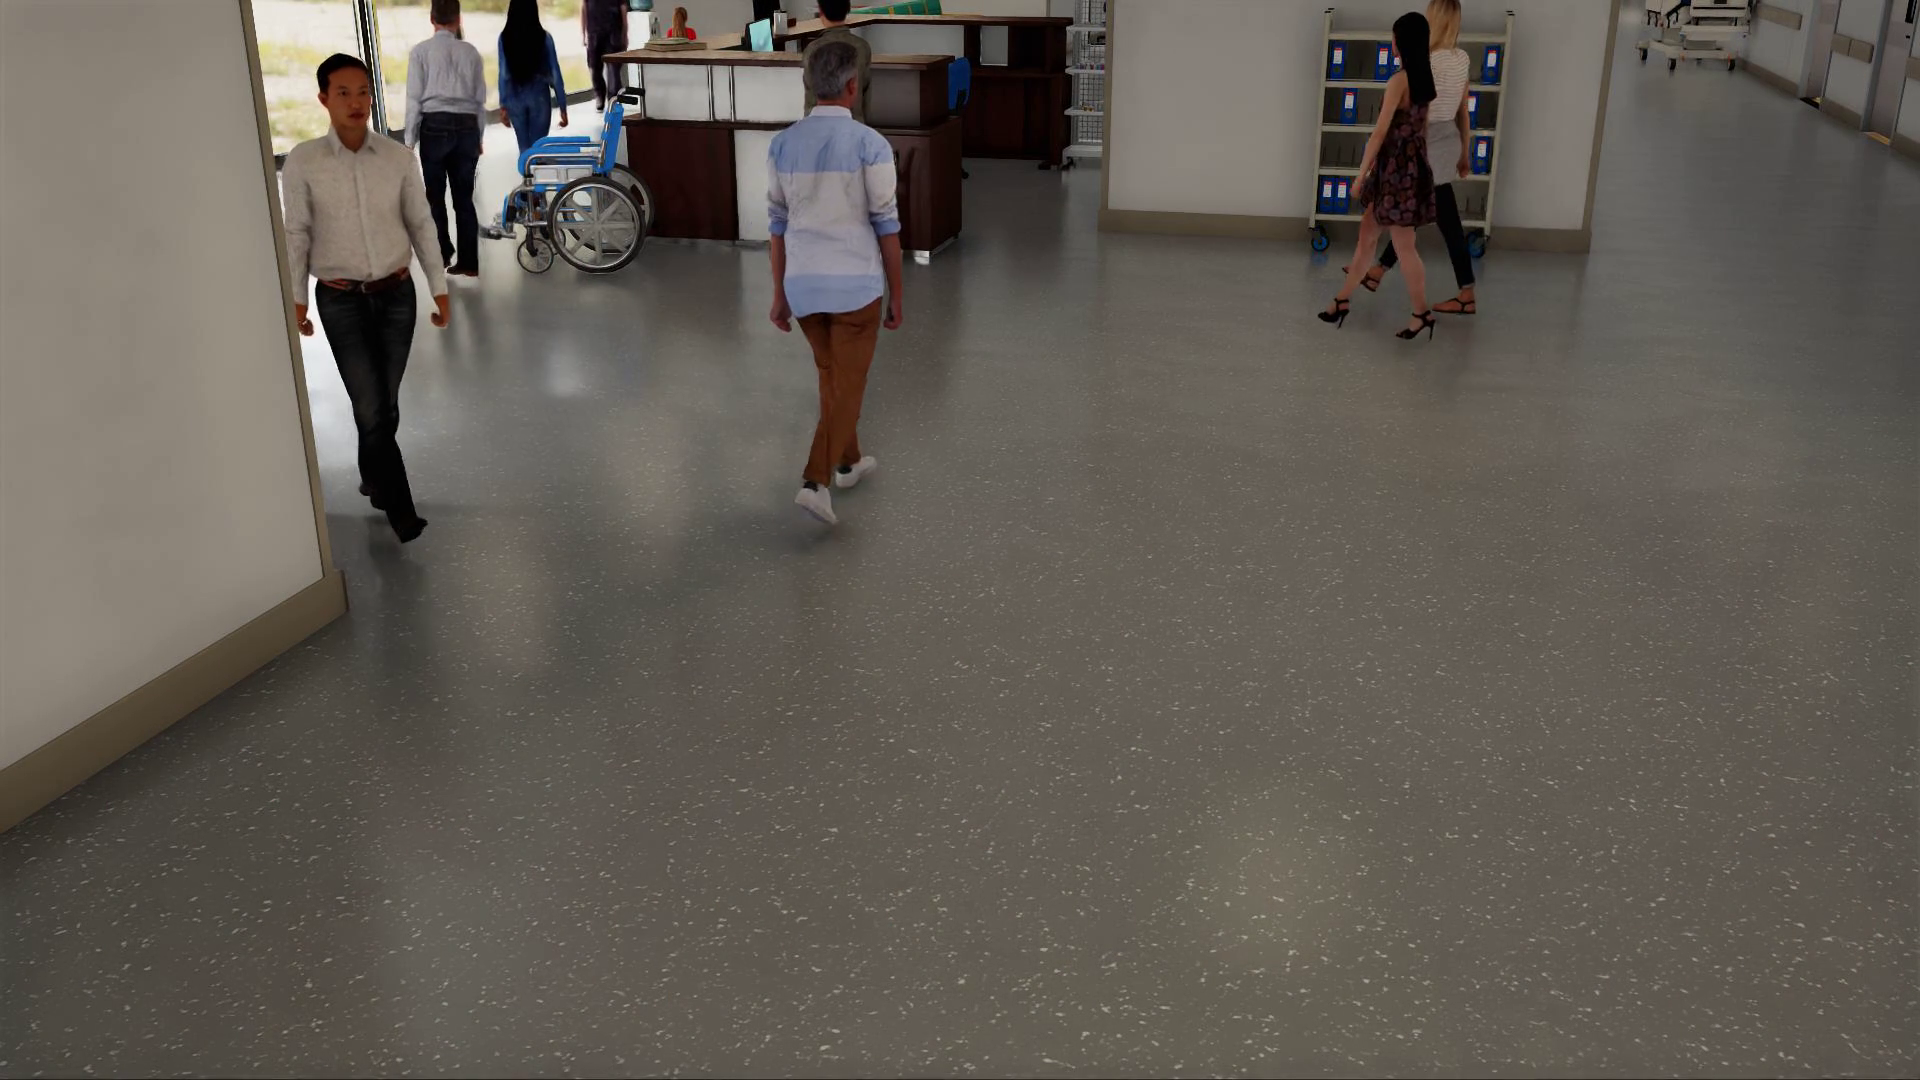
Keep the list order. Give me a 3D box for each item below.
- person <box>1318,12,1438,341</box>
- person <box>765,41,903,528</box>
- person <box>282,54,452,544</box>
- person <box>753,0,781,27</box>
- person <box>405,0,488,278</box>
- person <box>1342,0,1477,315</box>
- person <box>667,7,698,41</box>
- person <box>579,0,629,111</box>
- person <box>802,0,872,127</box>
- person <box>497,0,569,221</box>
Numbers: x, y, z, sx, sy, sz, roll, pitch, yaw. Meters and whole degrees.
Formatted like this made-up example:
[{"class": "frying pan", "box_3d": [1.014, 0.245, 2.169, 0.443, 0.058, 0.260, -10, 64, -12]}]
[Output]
[{"class": "person", "box_3d": [2.472, -1.931, 9.073, 1.034, 1.739, 0.840, 14, 25, 33]}, {"class": "person", "box_3d": [-0.508, -0.943, 6.384, 1.115, 1.797, 0.835, 8, 22, 21]}, {"class": "person", "box_3d": [-2.274, -0.903, 6.310, 1.146, 1.774, 1.234, -13, 24, -30]}, {"class": "person", "box_3d": [-2.841, -7.709, 24.473, 0.590, 1.636, 0.645, 3, 21, 8]}, {"class": "person", "box_3d": [-3.244, -2.551, 10.673, 1.133, 1.765, 1.171, -13, 24, -30]}, {"class": "person", "box_3d": [2.868, -2.179, 9.677, 1.230, 1.776, 0.923, 15, 25, 34]}, {"class": "person", "box_3d": [-3.084, -5.281, 18.565, 0.520, 1.281, 0.615, -1, 21, -3]}, {"class": "person", "box_3d": [-4.076, -5.754, 19.041, 1.098, 1.828, 1.001, -3, 21, -8]}, {"class": "person", "box_3d": [-0.743, -2.445, 10.247, 0.773, 1.867, 0.792, 19, 28, 41]}, {"class": "person", "box_3d": [-3.289, -3.252, 12.635, 0.981, 1.687, 0.838, 1, 21, 2]}]
